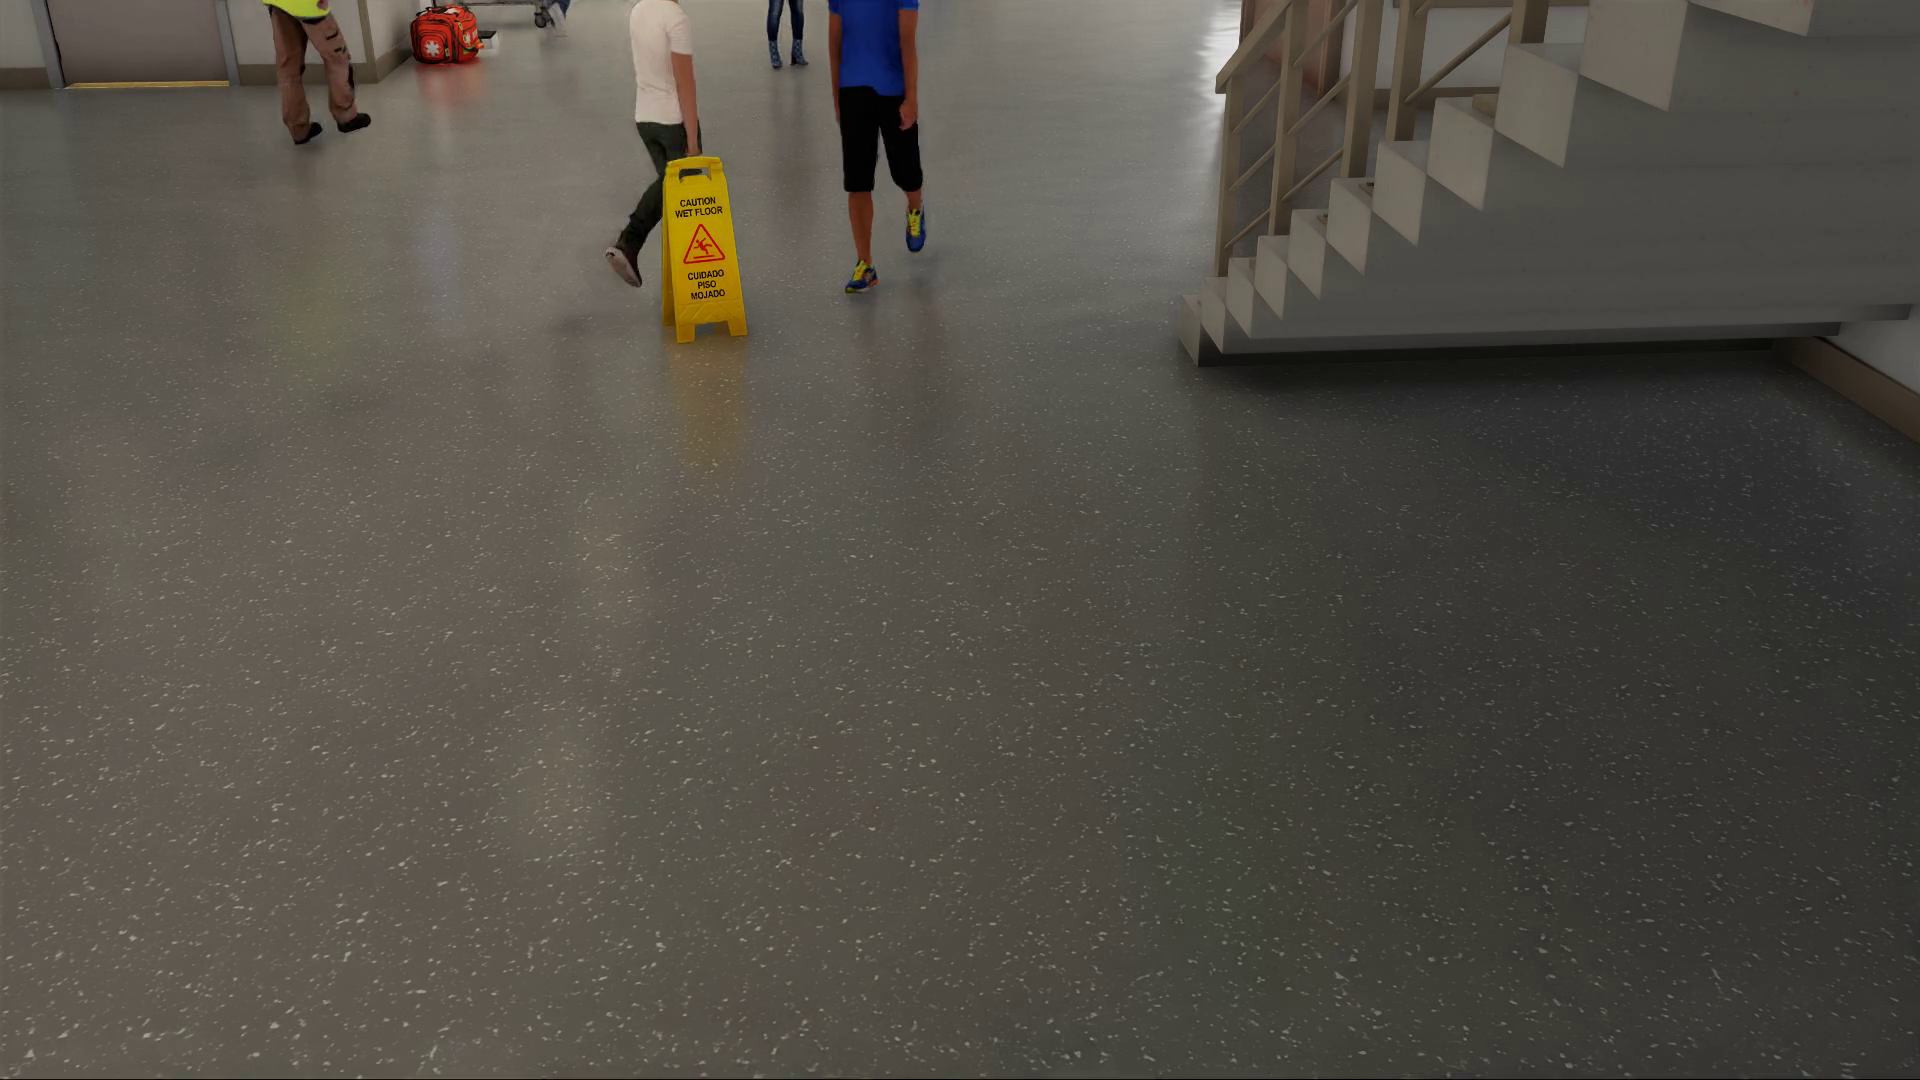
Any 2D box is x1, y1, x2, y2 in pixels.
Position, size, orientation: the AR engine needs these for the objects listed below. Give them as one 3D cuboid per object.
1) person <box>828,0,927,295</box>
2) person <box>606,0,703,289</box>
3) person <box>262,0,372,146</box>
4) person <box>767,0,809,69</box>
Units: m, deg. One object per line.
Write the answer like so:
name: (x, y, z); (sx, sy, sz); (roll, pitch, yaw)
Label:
person: (-0.360, -2.144, 7.920); (0.821, 1.847, 1.165); (5, 26, 11)
person: (-1.399, -1.876, 7.605); (0.903, 1.638, 0.866); (-23, 34, -39)
person: (-4.298, -3.468, 10.694); (0.823, 1.823, 0.955); (3, 26, 7)
person: (-1.403, -4.604, 13.288); (0.670, 1.615, 0.635); (-10, 28, -21)
